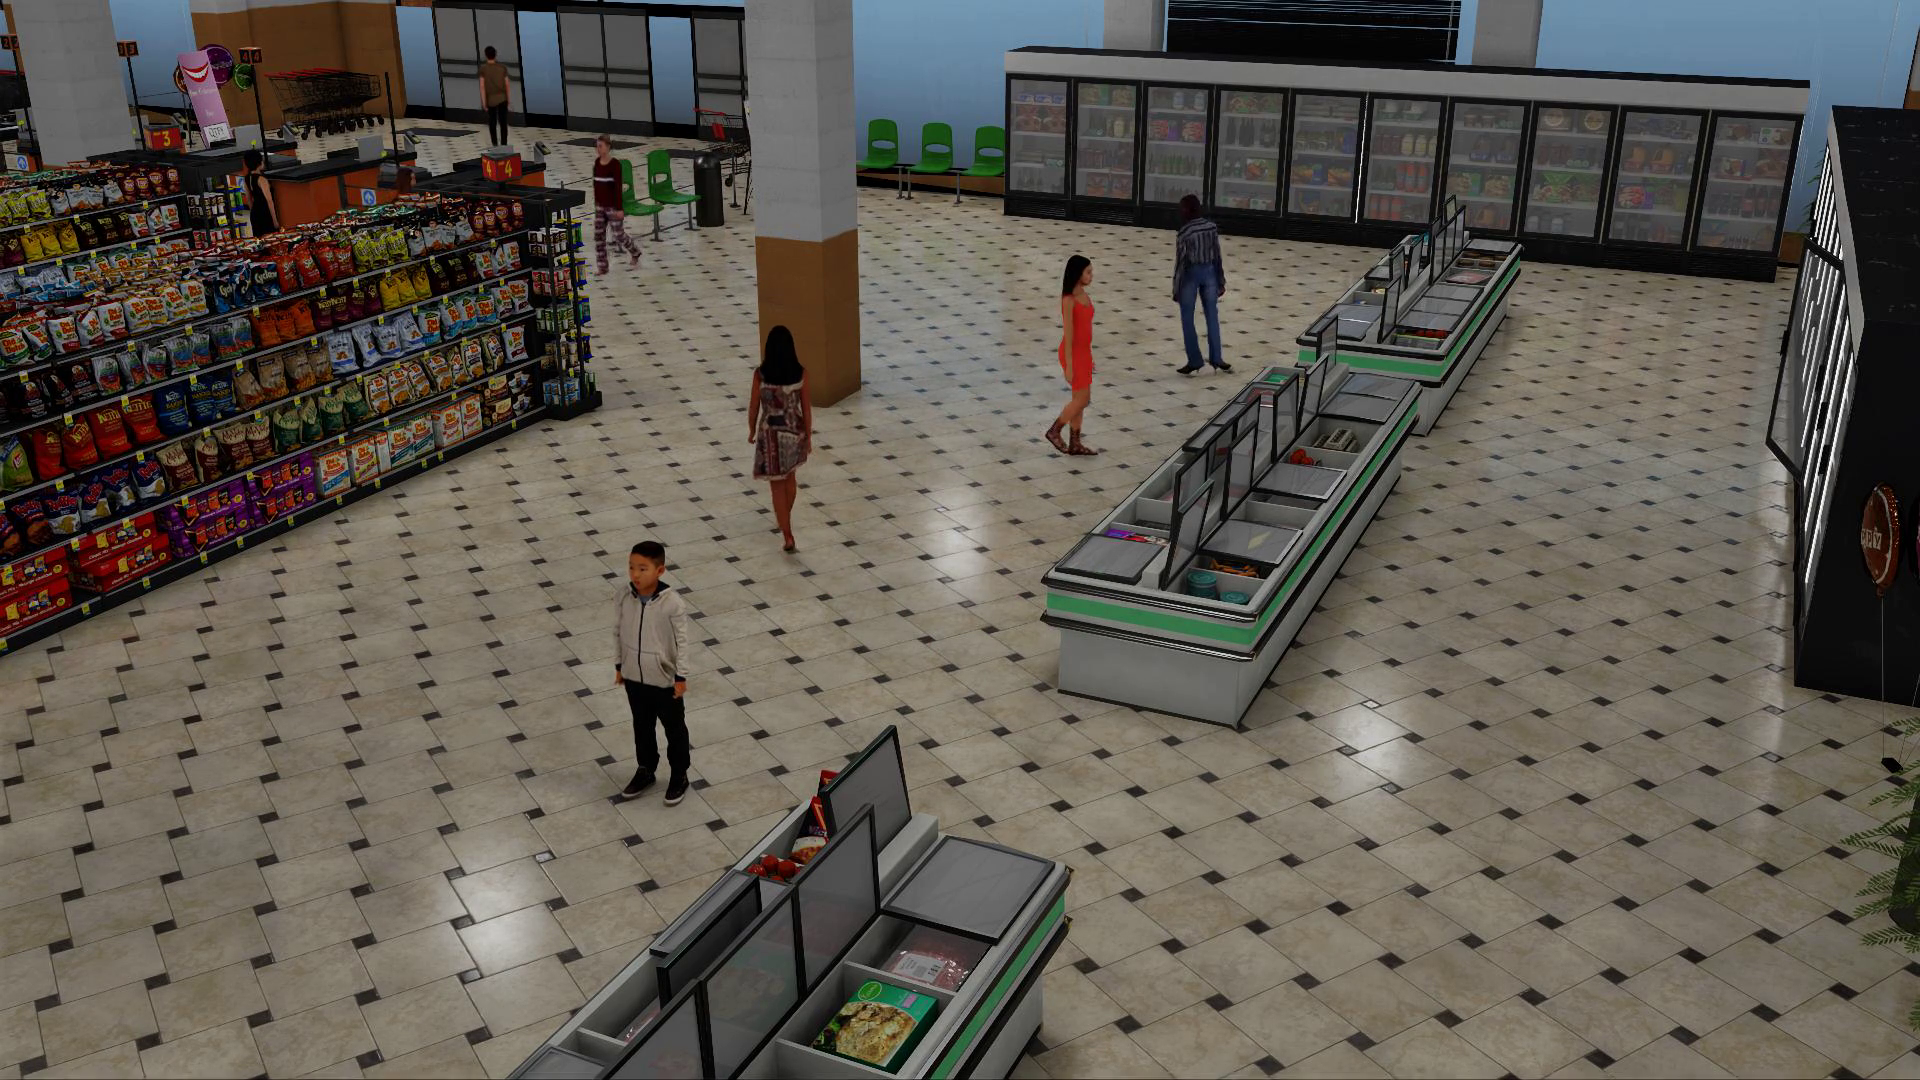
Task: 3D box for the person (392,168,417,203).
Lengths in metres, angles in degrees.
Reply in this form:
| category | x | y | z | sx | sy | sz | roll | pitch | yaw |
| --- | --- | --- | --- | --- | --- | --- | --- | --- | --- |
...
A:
| category | x | y | z | sx | sy | sz | roll | pitch | yaw |
| --- | --- | --- | --- | --- | --- | --- | --- | --- | --- |
| person | -6.023 | -3.190 | 18.103 | 0.706 | 1.686 | 0.862 | 8 | 23 | 20 |

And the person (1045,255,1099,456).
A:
| category | x | y | z | sx | sy | sz | roll | pitch | yaw |
| --- | --- | --- | --- | --- | --- | --- | --- | --- | --- |
| person | 0.902 | -1.522 | 13.916 | 0.705 | 1.712 | 0.629 | 8 | 23 | 18 |

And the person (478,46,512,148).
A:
| category | x | y | z | sx | sy | sz | roll | pitch | yaw |
| --- | --- | --- | --- | --- | --- | --- | --- | --- | --- |
| person | -8.053 | -7.614 | 28.955 | 1.180 | 1.803 | 1.283 | -6 | 23 | -15 |

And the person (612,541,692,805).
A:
| category | x | y | z | sx | sy | sz | roll | pitch | yaw |
| --- | --- | --- | --- | --- | --- | --- | --- | --- | --- |
| person | -1.614 | 0.683 | 8.774 | 0.610 | 1.455 | 0.573 | 6 | 23 | 14 |

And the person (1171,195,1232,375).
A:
| category | x | y | z | sx | sy | sz | roll | pitch | yaw |
| --- | --- | --- | --- | --- | --- | --- | --- | --- | --- |
| person | 2.389 | -2.470 | 16.206 | 0.826 | 1.765 | 0.918 | -5 | 22 | -13 |

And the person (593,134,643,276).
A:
| category | x | y | z | sx | sy | sz | roll | pitch | yaw |
| --- | --- | --- | --- | --- | --- | --- | --- | --- | --- |
| person | -4.250 | -4.106 | 20.408 | 0.689 | 1.666 | 1.012 | 12 | 25 | 28 |

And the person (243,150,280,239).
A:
| category | x | y | z | sx | sy | sz | roll | pitch | yaw |
| --- | --- | --- | --- | --- | --- | --- | --- | --- | --- |
| person | -8.294 | -3.814 | 19.766 | 0.596 | 1.604 | 0.535 | 13 | 25 | 29 |

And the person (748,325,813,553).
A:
| category | x | y | z | sx | sy | sz | roll | pitch | yaw |
| --- | --- | --- | --- | --- | --- | --- | --- | --- | --- |
| person | -1.281 | -0.700 | 12.008 | 1.082 | 1.610 | 1.153 | -8 | 23 | -18 |
